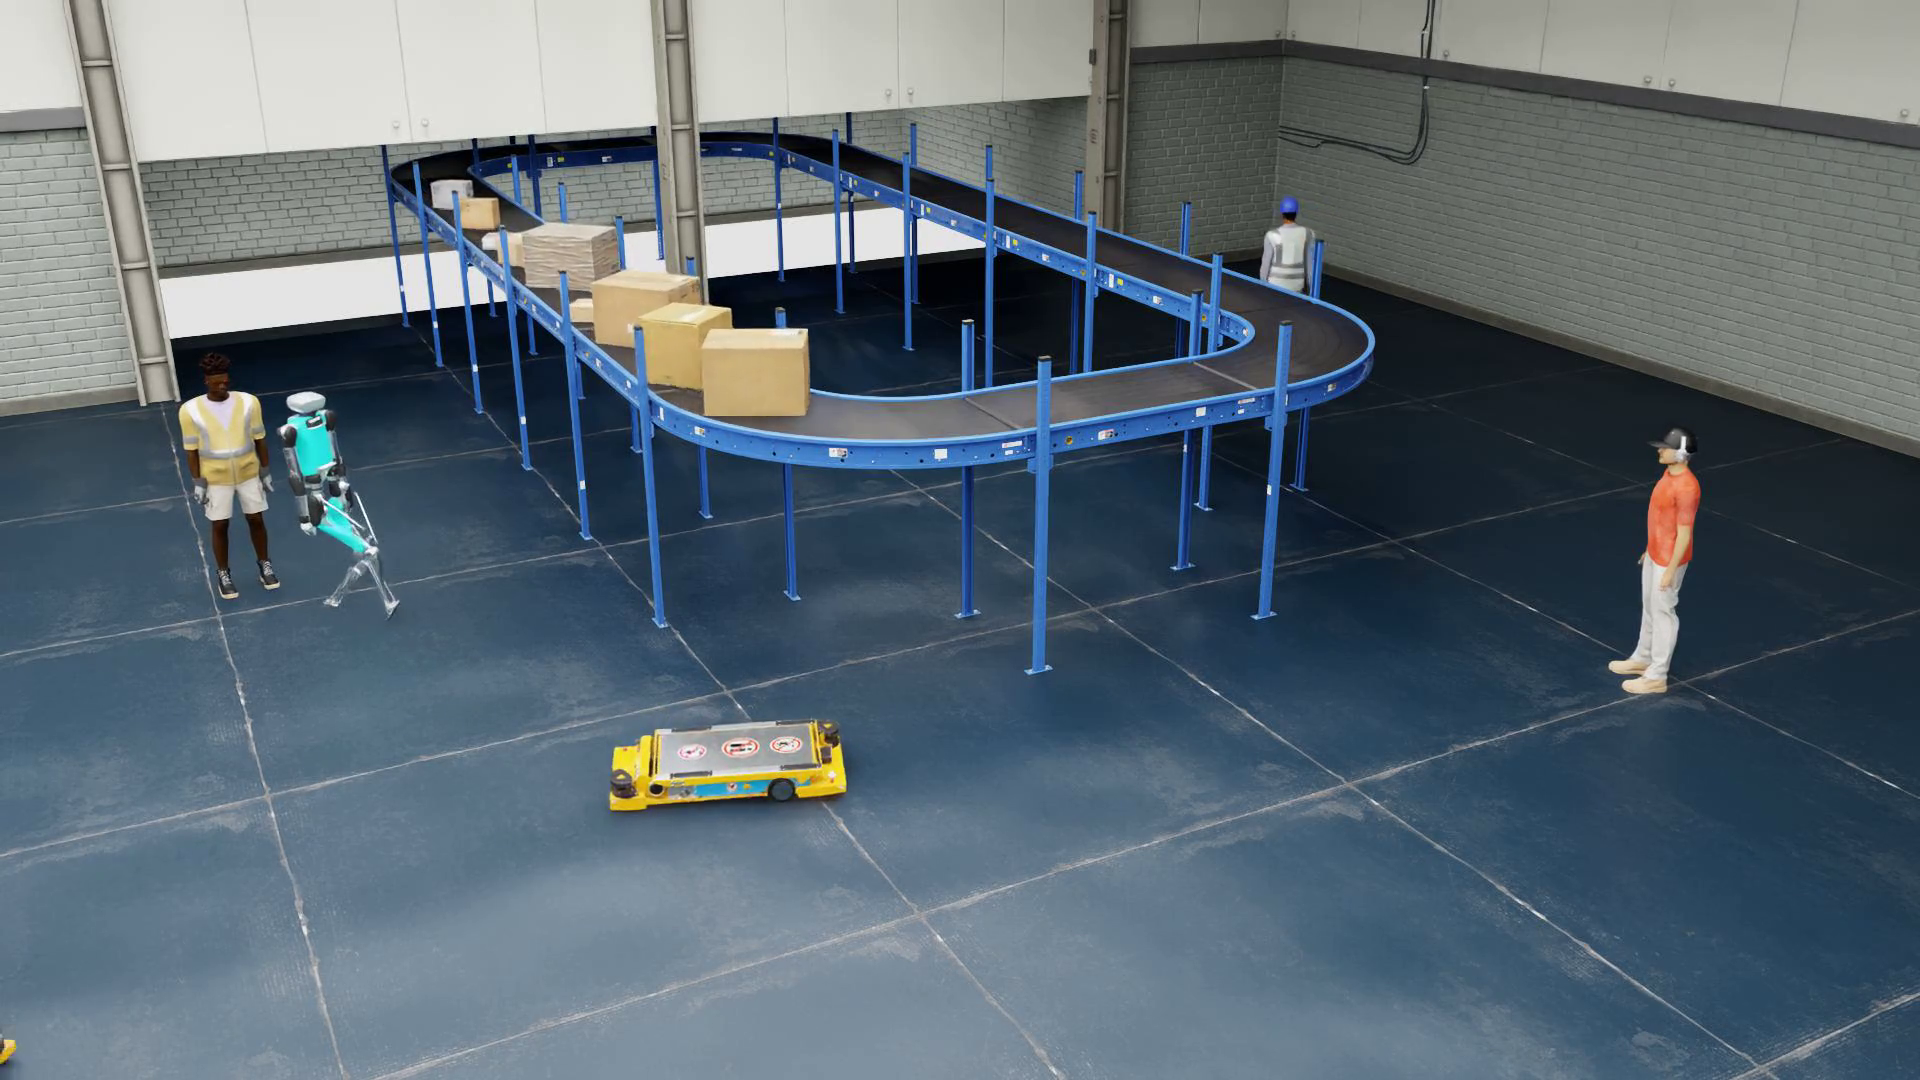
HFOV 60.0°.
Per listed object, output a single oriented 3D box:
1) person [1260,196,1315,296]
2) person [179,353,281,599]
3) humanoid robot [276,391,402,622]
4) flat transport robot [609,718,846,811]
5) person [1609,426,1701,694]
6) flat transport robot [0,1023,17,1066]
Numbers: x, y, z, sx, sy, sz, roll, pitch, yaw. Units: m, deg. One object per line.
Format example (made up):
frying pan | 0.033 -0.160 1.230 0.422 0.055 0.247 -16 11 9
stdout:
person | 3.708 -2.920 18.872 0.625 1.933 0.531 -4 22 -9
person | -5.648 -0.506 12.885 0.601 1.956 0.377 -14 26 -31
humanoid robot | -4.545 -0.212 12.506 1.002 1.777 0.531 8 23 19
flat transport robot | -1.452 1.404 10.404 1.431 0.231 0.659 -3 22 -8
person | 4.775 0.132 11.362 0.400 1.912 0.476 2 22 6
flat transport robot | -5.281 2.480 7.746 1.431 0.231 0.659 2 22 5
